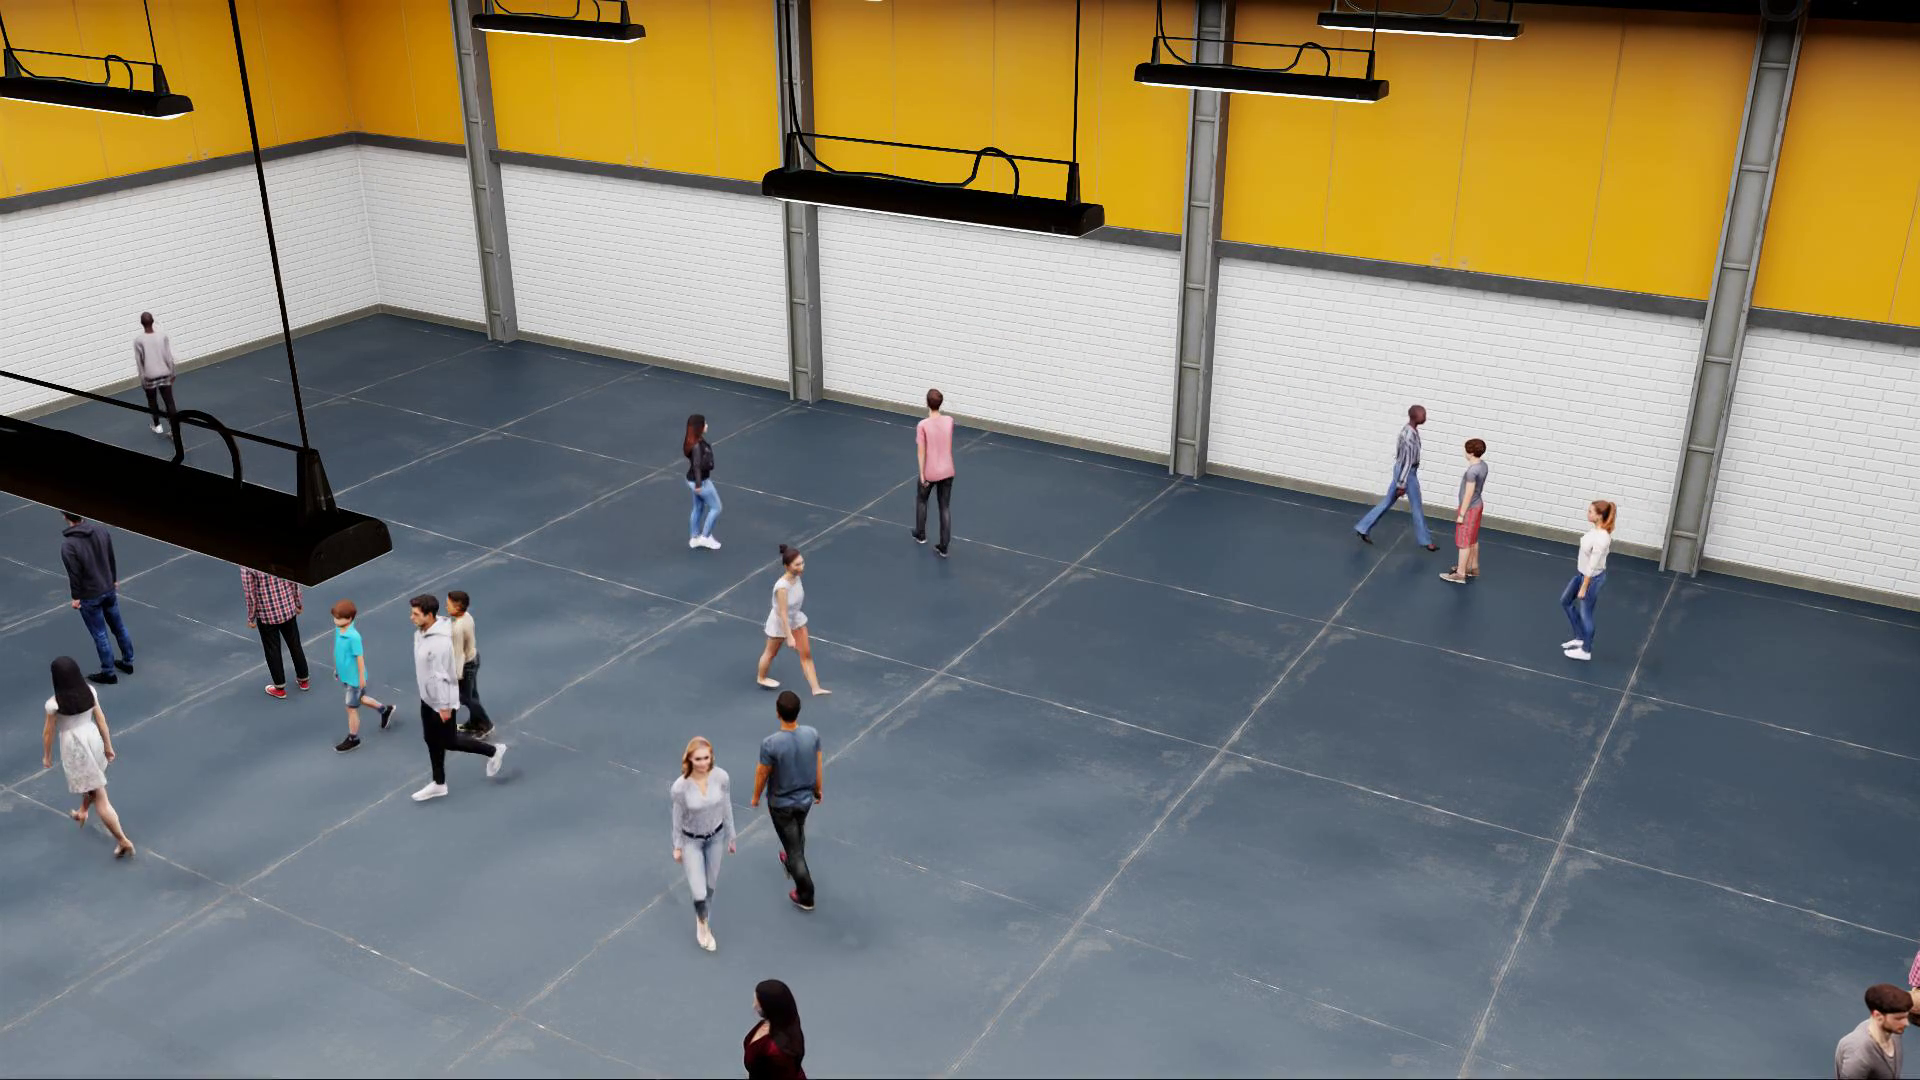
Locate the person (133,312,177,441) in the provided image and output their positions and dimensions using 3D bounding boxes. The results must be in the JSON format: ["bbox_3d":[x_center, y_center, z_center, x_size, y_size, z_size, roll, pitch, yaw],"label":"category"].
[{"bbox_3d":[-10.781,-2.181,22.396,0.840,1.752,1.011,-18,29,-35],"label":"person"}]

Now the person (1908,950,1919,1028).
[{"bbox_3d":[6.788,2.932,11.611,0.449,1.022,0.433,11,26,24],"label":"person"}]

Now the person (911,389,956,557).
[{"bbox_3d":[-0.232,-0.735,18.860,0.955,1.935,1.054,-9,25,-19],"label":"person"}]

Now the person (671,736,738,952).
[{"bbox_3d":[-1.931,2.205,12.320,0.719,1.785,0.748,-11,26,-24],"label":"person"}]

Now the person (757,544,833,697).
[{"bbox_3d":[-1.721,0.772,15.868,1.063,1.570,0.594,9,25,20],"label":"person"}]

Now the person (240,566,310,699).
[{"bbox_3d":[-6.536,0.665,15.873,0.756,1.761,0.703,-21,31,-39],"label":"person"}]

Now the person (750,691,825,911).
[{"bbox_3d":[-1.244,2.028,12.725,0.902,1.786,1.072,-17,29,-34],"label":"person"}]

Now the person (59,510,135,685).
[{"bbox_3d":[-8.366,0.492,16.109,0.615,1.889,0.703,9,25,19],"label":"person"}]

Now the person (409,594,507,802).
[{"bbox_3d":[-4.355,1.317,14.199,1.004,1.907,1.122,-17,29,-34],"label":"person"}]

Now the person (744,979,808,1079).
[{"bbox_3d":[-1.053,3.311,9.829,0.801,1.753,0.762,-3,24,-8],"label":"person"}]

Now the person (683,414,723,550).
[{"bbox_3d":[-3.057,-0.654,19.062,0.811,1.623,0.734,-9,25,-19],"label":"person"}]

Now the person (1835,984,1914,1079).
[{"bbox_3d":[5.127,3.344,9.564,0.763,1.905,0.702,-19,30,-37],"label":"person"}]

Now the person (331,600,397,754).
[{"bbox_3d":[-5.467,1.179,15.101,0.749,1.437,0.881,-22,32,-40],"label":"person"}]

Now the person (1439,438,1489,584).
[{"bbox_3d":[5.619,-0.342,18.297,0.616,1.664,0.606,17,29,33],"label":"person"}]

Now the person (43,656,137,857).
[{"bbox_3d":[-6.969,1.788,13.343,1.130,1.729,0.675,15,28,30],"label":"person"}]

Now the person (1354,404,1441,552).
[{"bbox_3d":[4.964,-0.685,18.989,1.291,1.739,0.935,5,24,11],"label":"person"}]

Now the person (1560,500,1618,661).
[{"bbox_3d":[6.343,0.411,16.514,0.681,1.714,0.687,7,25,16],"label":"person"}]

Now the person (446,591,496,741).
[{"bbox_3d":[-4.485,1.129,15.190,0.737,1.458,0.682,-2,24,-5],"label":"person"}]
